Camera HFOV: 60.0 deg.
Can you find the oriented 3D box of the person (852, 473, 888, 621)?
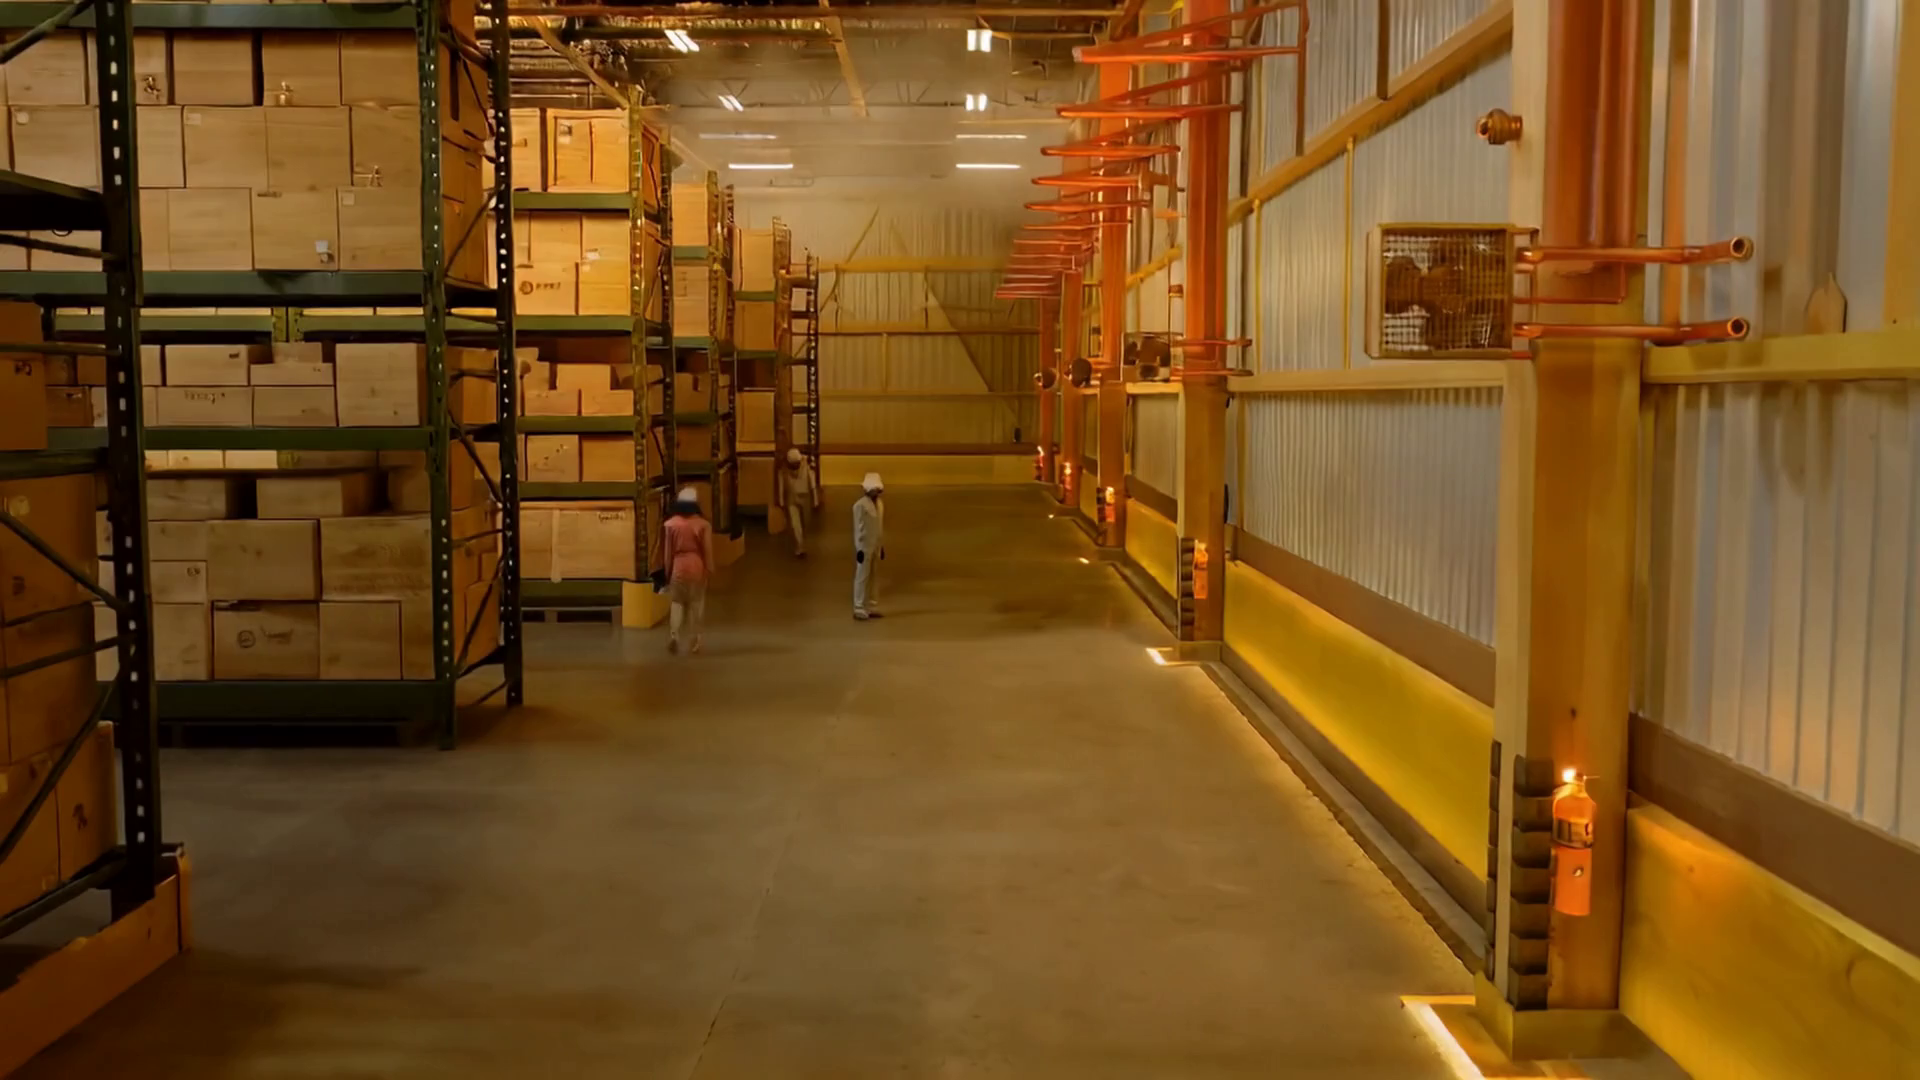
[{"bbox_3d":[-1.035,0.080,19.546,0.349,1.743,0.572,3,6,33],"label":"person"}]

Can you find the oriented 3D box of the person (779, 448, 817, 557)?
[{"bbox_3d":[-2.678,-0.631,27.539,0.609,1.797,0.671,0,5,-4],"label":"person"}]

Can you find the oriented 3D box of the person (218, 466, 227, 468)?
[{"bbox_3d":[-7.217,0.251,16.358,0.605,1.948,0.389,-3,6,-35],"label":"person"}]

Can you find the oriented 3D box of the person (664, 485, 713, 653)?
[{"bbox_3d":[-2.768,0.308,16.989,0.489,1.729,0.388,0,5,0],"label":"person"}]
